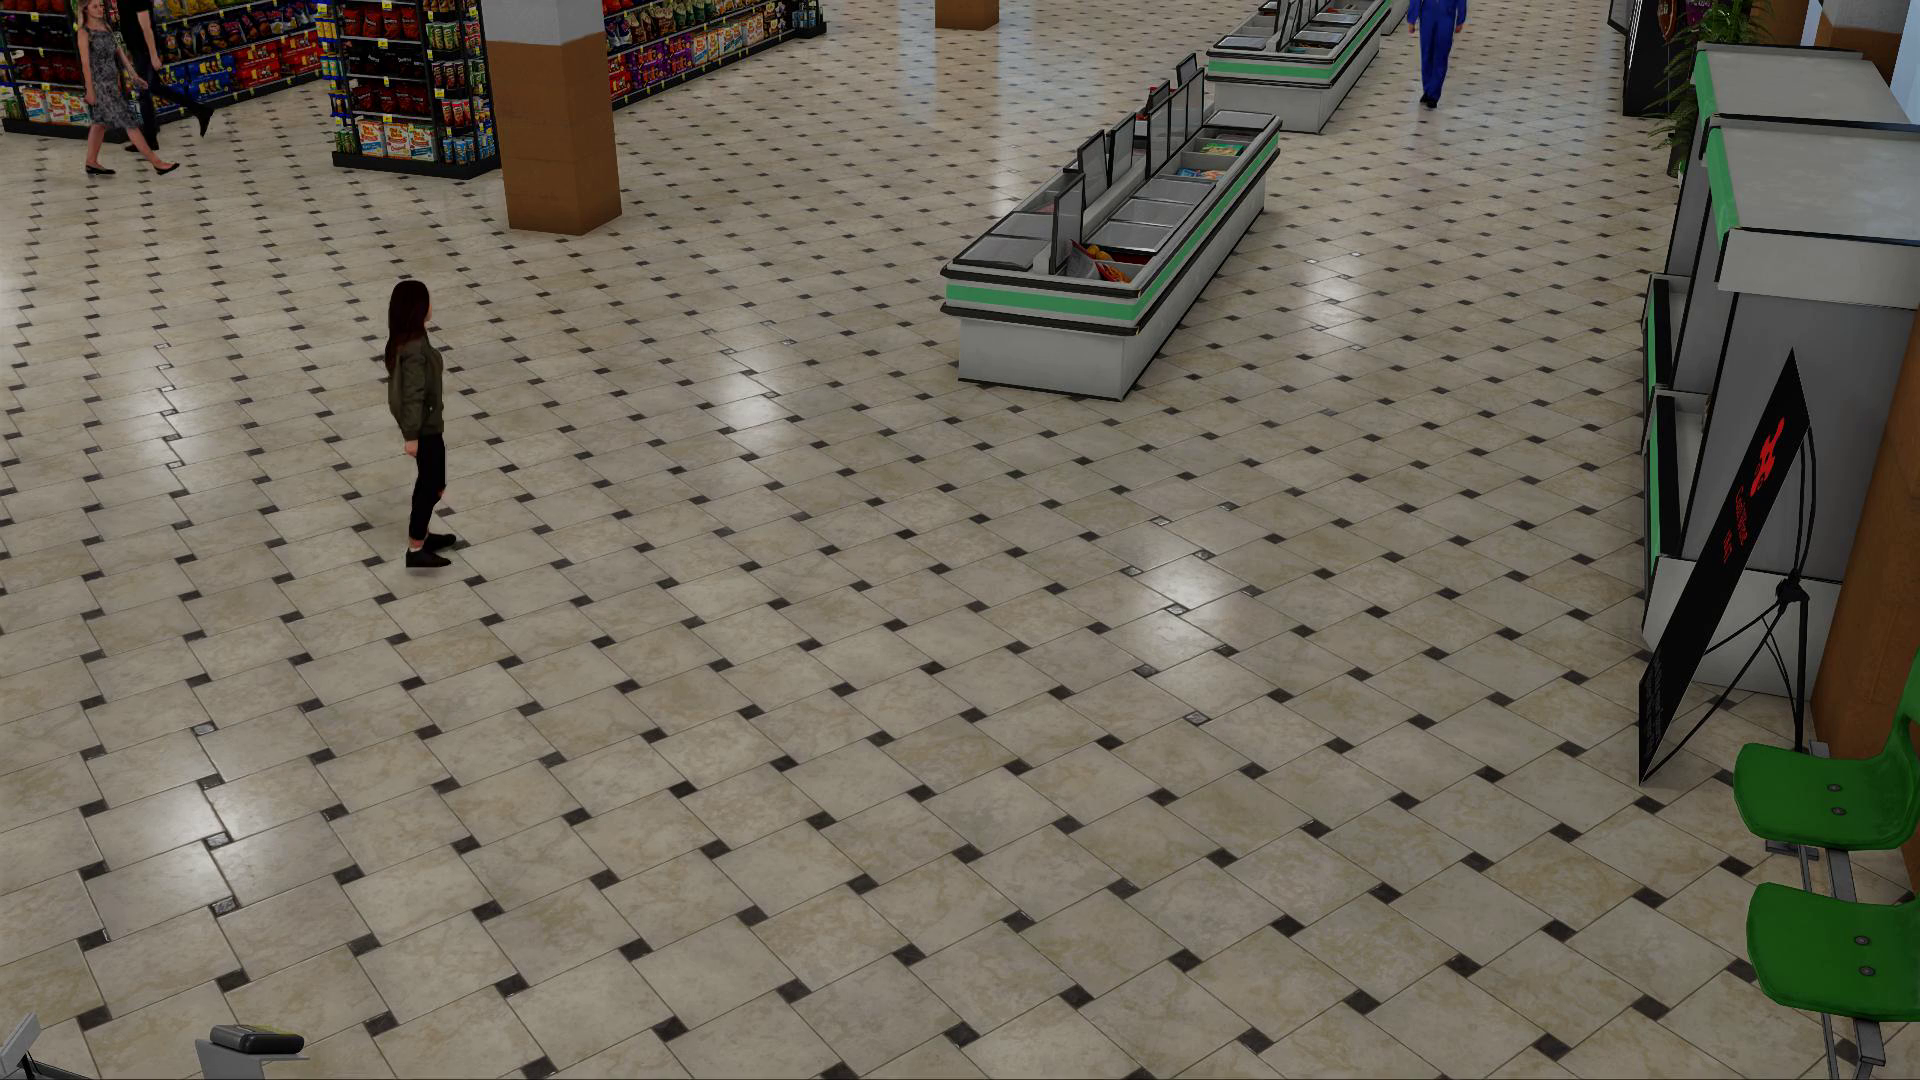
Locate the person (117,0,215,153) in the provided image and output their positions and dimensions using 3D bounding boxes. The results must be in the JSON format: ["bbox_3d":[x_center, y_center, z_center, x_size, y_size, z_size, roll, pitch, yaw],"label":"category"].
[{"bbox_3d":[-7.882,-4.778,16.264,1.248,1.866,1.080,-19,32,-32],"label":"person"}]

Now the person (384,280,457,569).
[{"bbox_3d":[-2.764,-0.563,8.410,0.819,1.451,0.738,-3,27,-6],"label":"person"}]

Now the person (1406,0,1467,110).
[{"bbox_3d":[5.192,-5.640,18.036,0.794,1.801,0.951,12,29,23],"label":"person"}]

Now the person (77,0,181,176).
[{"bbox_3d":[-7.862,-4.086,15.145,0.897,1.644,1.166,1,27,1],"label":"person"}]

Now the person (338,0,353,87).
[{"bbox_3d":[-6.940,-5.940,18.930,0.681,1.528,1.086,13,30,24],"label":"person"}]
